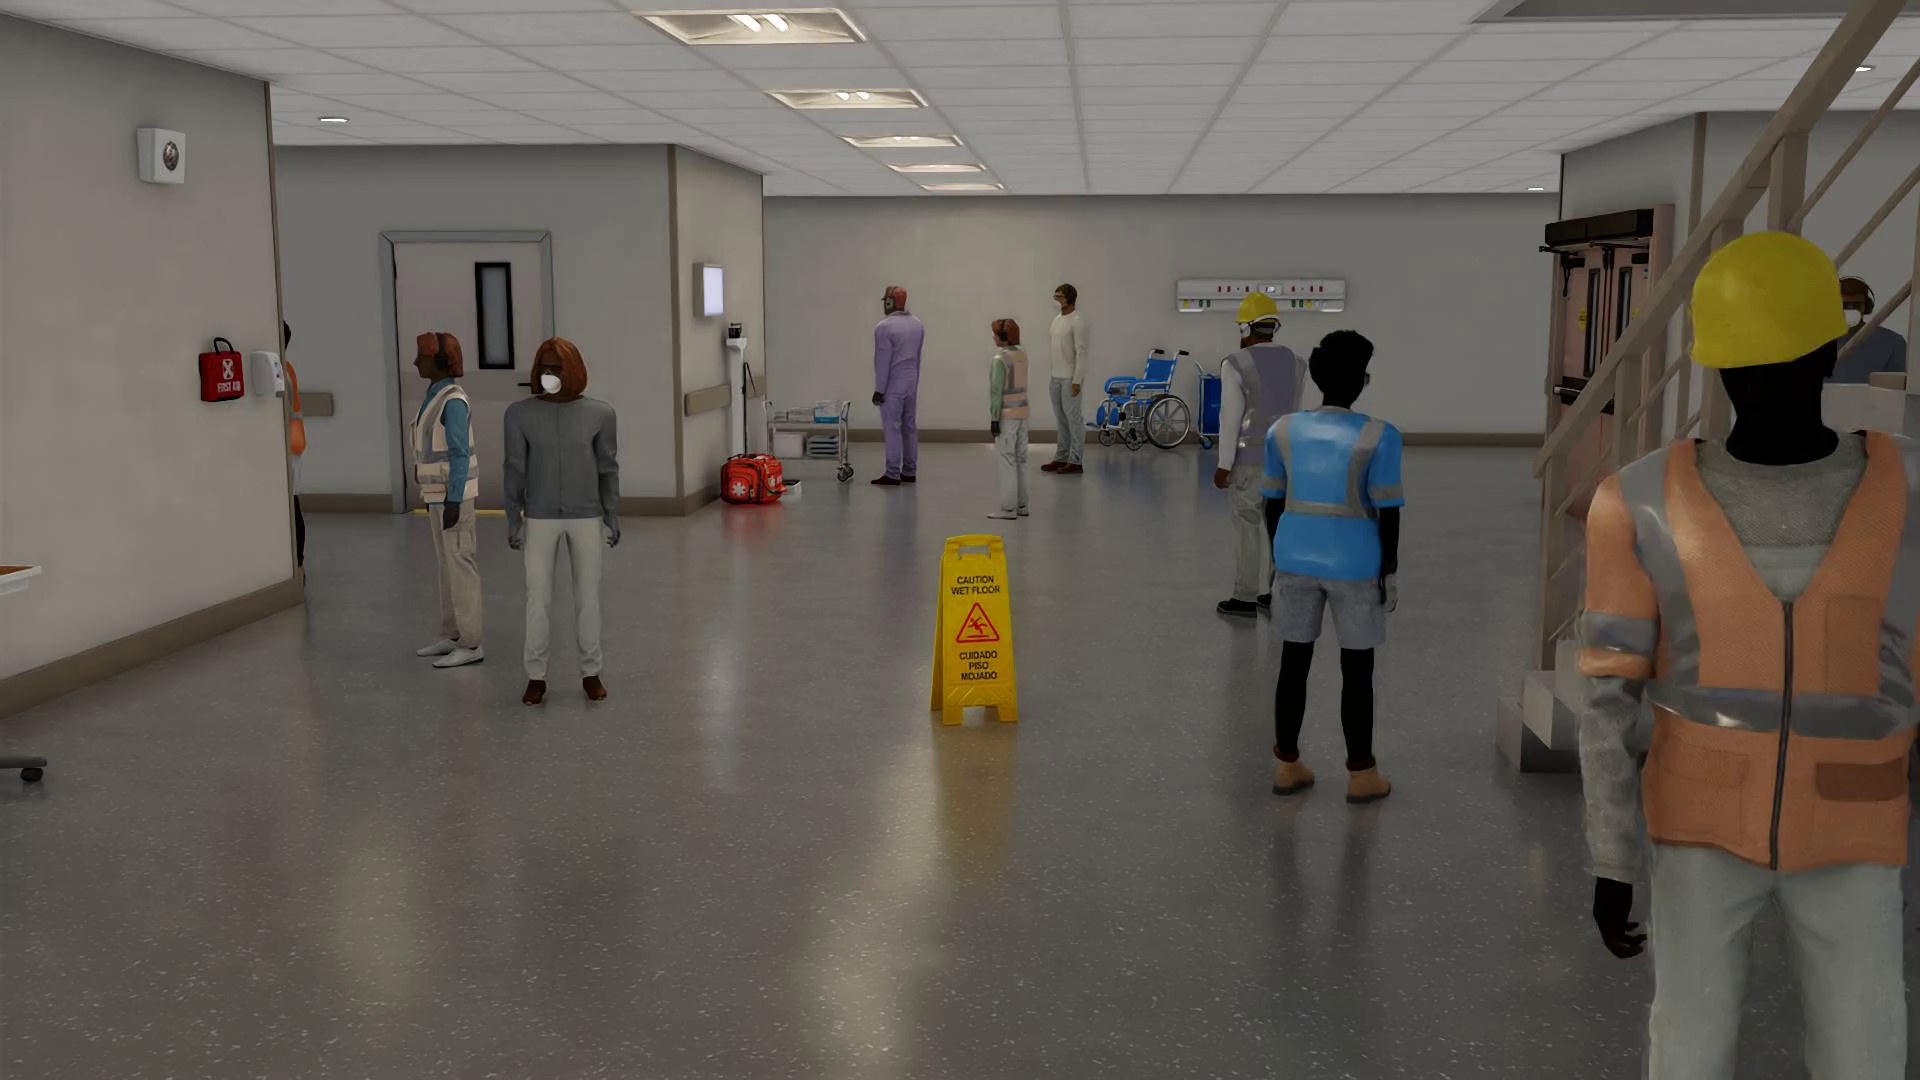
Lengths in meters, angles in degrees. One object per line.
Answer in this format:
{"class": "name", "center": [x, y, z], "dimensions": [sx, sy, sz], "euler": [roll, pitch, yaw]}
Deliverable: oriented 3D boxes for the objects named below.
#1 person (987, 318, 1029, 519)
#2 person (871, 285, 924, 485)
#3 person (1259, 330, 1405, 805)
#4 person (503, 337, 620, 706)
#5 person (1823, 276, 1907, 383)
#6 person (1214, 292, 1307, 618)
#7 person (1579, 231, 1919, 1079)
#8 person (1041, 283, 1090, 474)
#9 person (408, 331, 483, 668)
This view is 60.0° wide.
{"class": "person", "center": [0.400, -0.981, 13.533], "dimensions": [0.315, 1.629, 0.508], "euler": [5, 10, 30]}
{"class": "person", "center": [-0.626, -1.482, 15.983], "dimensions": [0.410, 1.913, 0.643], "euler": [6, 10, 33]}
{"class": "person", "center": [1.330, 0.098, 5.966], "dimensions": [0.543, 1.693, 0.324], "euler": [6, 10, 36]}
{"class": "person", "center": [-1.761, -0.081, 7.393], "dimensions": [0.503, 1.631, 0.282], "euler": [-2, 9, -15]}
{"class": "person", "center": [5.051, -0.541, 9.543], "dimensions": [0.634, 1.928, 0.381], "euler": [3, 9, 18]}
{"class": "person", "center": [1.677, -0.479, 9.422], "dimensions": [0.595, 1.831, 0.403], "euler": [-5, 10, -31]}
{"class": "person", "center": [1.311, 0.475, 2.670], "dimensions": [0.621, 1.913, 0.428], "euler": [4, 9, 24]}
{"class": "person", "center": [1.084, -1.640, 16.959], "dimensions": [0.373, 1.940, 0.629], "euler": [-4, 9, -25]}
{"class": "person", "center": [-2.521, -0.200, 8.172], "dimensions": [0.311, 1.642, 0.513], "euler": [-5, 10, -29]}
